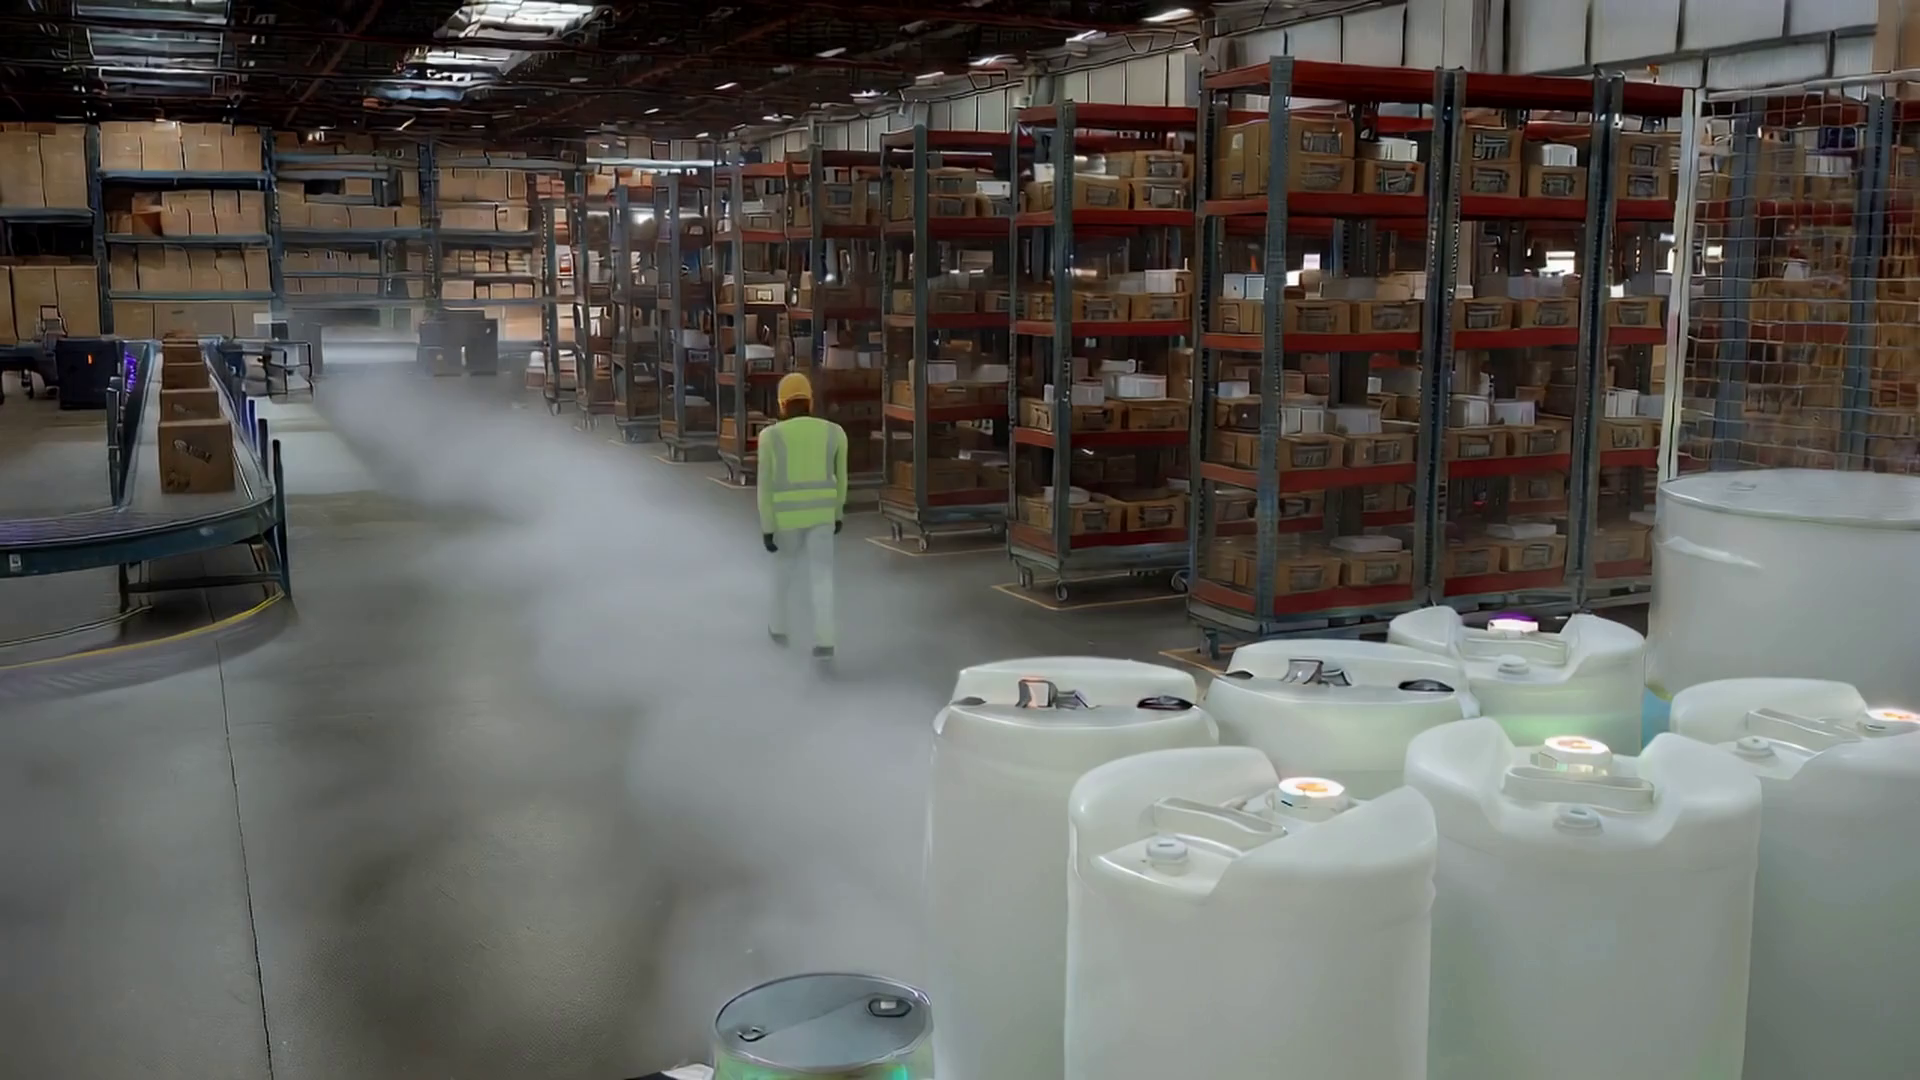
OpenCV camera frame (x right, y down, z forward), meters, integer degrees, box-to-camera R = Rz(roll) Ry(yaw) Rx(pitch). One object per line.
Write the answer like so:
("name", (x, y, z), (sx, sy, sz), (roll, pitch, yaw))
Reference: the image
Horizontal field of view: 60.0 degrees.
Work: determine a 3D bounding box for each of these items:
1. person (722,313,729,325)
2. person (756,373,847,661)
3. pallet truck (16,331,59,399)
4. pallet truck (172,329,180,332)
("person", (-5.652, -5.148, 40.962), (0.615, 1.932, 0.441), (1, 9, 7))
("person", (-0.981, -0.150, 10.427), (0.597, 1.789, 0.923), (-3, 10, -16))
("pallet truck", (-17.082, -3.353, 31.781), (1.630, 1.274, 0.653), (-4, 10, -25))
("pallet truck", (-17.275, -3.851, 35.096), (1.601, 1.201, 0.680), (0, 9, 1))
